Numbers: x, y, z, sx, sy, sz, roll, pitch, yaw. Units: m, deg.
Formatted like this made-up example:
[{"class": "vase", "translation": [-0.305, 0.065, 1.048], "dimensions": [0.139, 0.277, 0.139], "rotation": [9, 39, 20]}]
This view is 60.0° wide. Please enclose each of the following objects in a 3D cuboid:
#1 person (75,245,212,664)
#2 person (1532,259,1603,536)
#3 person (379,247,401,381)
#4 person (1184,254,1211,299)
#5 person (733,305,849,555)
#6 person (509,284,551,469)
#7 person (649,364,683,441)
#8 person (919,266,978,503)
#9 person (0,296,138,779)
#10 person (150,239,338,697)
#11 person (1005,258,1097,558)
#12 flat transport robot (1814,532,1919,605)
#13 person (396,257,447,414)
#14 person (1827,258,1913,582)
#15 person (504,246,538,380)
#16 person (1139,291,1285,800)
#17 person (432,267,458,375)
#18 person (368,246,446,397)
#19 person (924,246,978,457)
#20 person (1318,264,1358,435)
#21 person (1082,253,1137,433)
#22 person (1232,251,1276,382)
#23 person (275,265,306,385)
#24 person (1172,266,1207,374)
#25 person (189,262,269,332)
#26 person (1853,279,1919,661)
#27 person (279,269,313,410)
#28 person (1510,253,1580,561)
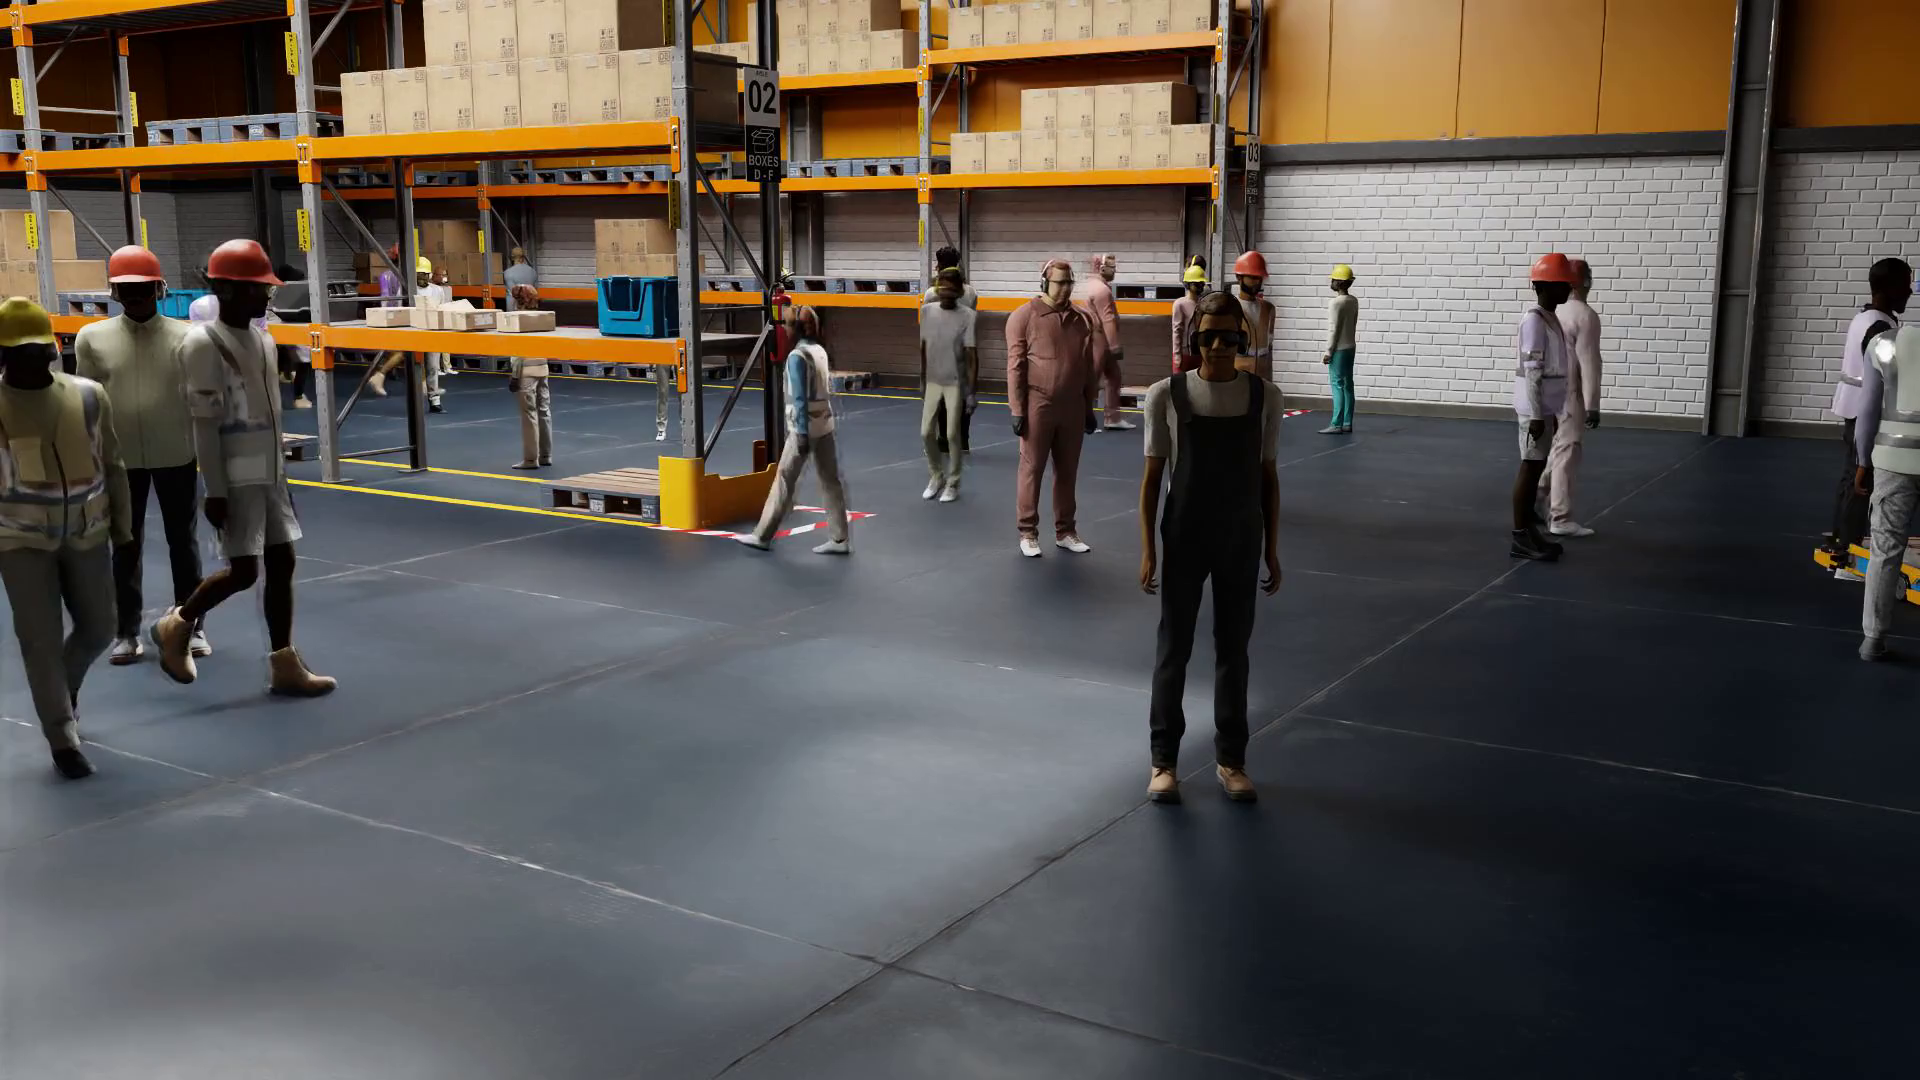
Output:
[{"class": "person", "translation": [-3.896, -0.406, 8.007], "dimensions": [0.611, 1.996, 0.387], "rotation": [-4, 11, -22]}, {"class": "person", "translation": [4.183, -0.971, 11.421], "dimensions": [0.415, 1.891, 0.709], "rotation": [-2, 11, -13]}, {"class": "person", "translation": [-8.053, -3.255, 23.984], "dimensions": [0.545, 1.927, 0.397], "rotation": [-7, 13, -36]}, {"class": "person", "translation": [2.504, -2.090, 17.687], "dimensions": [0.325, 1.871, 0.516], "rotation": [5, 11, 24]}, {"class": "person", "translation": [-1.077, -0.698, 10.686], "dimensions": [0.807, 1.599, 0.546], "rotation": [3, 11, 16]}, {"class": "person", "translation": [-3.824, -1.445, 14.760], "dimensions": [0.331, 1.637, 0.533], "rotation": [3, 11, 18]}, {"class": "person", "translation": [-2.904, -1.816, 16.822], "dimensions": [0.500, 1.633, 0.284], "rotation": [-2, 10, -13]}, {"class": "person", "translation": [-0.105, -1.174, 12.743], "dimensions": [0.557, 1.821, 0.546], "rotation": [4, 11, 22]}, {"class": "person", "translation": [-3.525, -0.027, 6.402], "dimensions": [0.690, 1.815, 0.600], "rotation": [9, 14, 42]}, {"class": "person", "translation": [-3.180, -0.295, 7.290], "dimensions": [0.731, 2.026, 0.629], "rotation": [2, 10, 9]}, {"class": "person", "translation": [0.610, -0.849, 10.712], "dimensions": [0.642, 1.907, 0.410], "rotation": [-5, 12, -27]}, {"class": "flat transport robot", "translation": [5.600, 0.166, 9.613], "dimensions": [0.652, 0.197, 1.431], "rotation": [0, 10, 3]}, {"class": "person", "translation": [-6.213, -2.361, 19.300], "dimensions": [0.404, 1.829, 0.591], "rotation": [10, 14, 44]}, {"class": "person", "translation": [5.431, -0.703, 9.920], "dimensions": [0.408, 1.930, 0.605], "rotation": [4, 11, 20]}, {"class": "person", "translation": [-6.327, -3.261, 23.988], "dimensions": [0.351, 1.936, 0.634], "rotation": [5, 11, 26]}, {"class": "person", "translation": [0.904, 0.032, 5.996], "dimensions": [0.514, 1.844, 0.327], "rotation": [0, 10, -2]}, {"class": "person", "translation": [-7.781, -3.287, 24.997], "dimensions": [0.283, 1.624, 0.494], "rotation": [4, 11, 21]}, {"class": "person", "translation": [-7.206, -2.837, 21.457], "dimensions": [0.964, 2.011, 0.620], "rotation": [-6, 12, -31]}, {"class": "person", "translation": [-0.107, -1.764, 15.608], "dimensions": [0.606, 1.966, 0.367], "rotation": [-9, 14, -42]}, {"class": "person", "translation": [3.968, -1.985, 17.385], "dimensions": [0.306, 1.772, 0.525], "rotation": [8, 13, 39]}, {"class": "person", "translation": [1.561, -2.048, 17.446], "dimensions": [0.823, 1.879, 0.659], "rotation": [0, 10, 3]}, {"class": "person", "translation": [2.145, -1.190, 12.504], "dimensions": [0.543, 1.941, 0.353], "rotation": [-5, 11, -26]}, {"class": "person", "translation": [-9.320, -2.985, 23.170], "dimensions": [0.730, 1.661, 0.546], "rotation": [3, 11, 16]}, {"class": "person", "translation": [2.327, -1.863, 16.711], "dimensions": [0.525, 1.769, 0.327], "rotation": [-9, 14, -42]}, {"class": "person", "translation": [-5.856, -1.338, 13.381], "dimensions": [0.589, 1.919, 0.394], "rotation": [-7, 12, -35]}, {"class": "person", "translation": [4.584, -0.362, 7.897], "dimensions": [0.616, 1.944, 0.397], "rotation": [8, 13, 36]}, {"class": "person", "translation": [-7.883, -2.402, 19.935], "dimensions": [0.569, 1.670, 0.533], "rotation": [5, 11, 25]}, {"class": "person", "translation": [3.713, -0.843, 10.587], "dimensions": [0.354, 1.939, 0.544], "rotation": [5, 11, 27]}]
